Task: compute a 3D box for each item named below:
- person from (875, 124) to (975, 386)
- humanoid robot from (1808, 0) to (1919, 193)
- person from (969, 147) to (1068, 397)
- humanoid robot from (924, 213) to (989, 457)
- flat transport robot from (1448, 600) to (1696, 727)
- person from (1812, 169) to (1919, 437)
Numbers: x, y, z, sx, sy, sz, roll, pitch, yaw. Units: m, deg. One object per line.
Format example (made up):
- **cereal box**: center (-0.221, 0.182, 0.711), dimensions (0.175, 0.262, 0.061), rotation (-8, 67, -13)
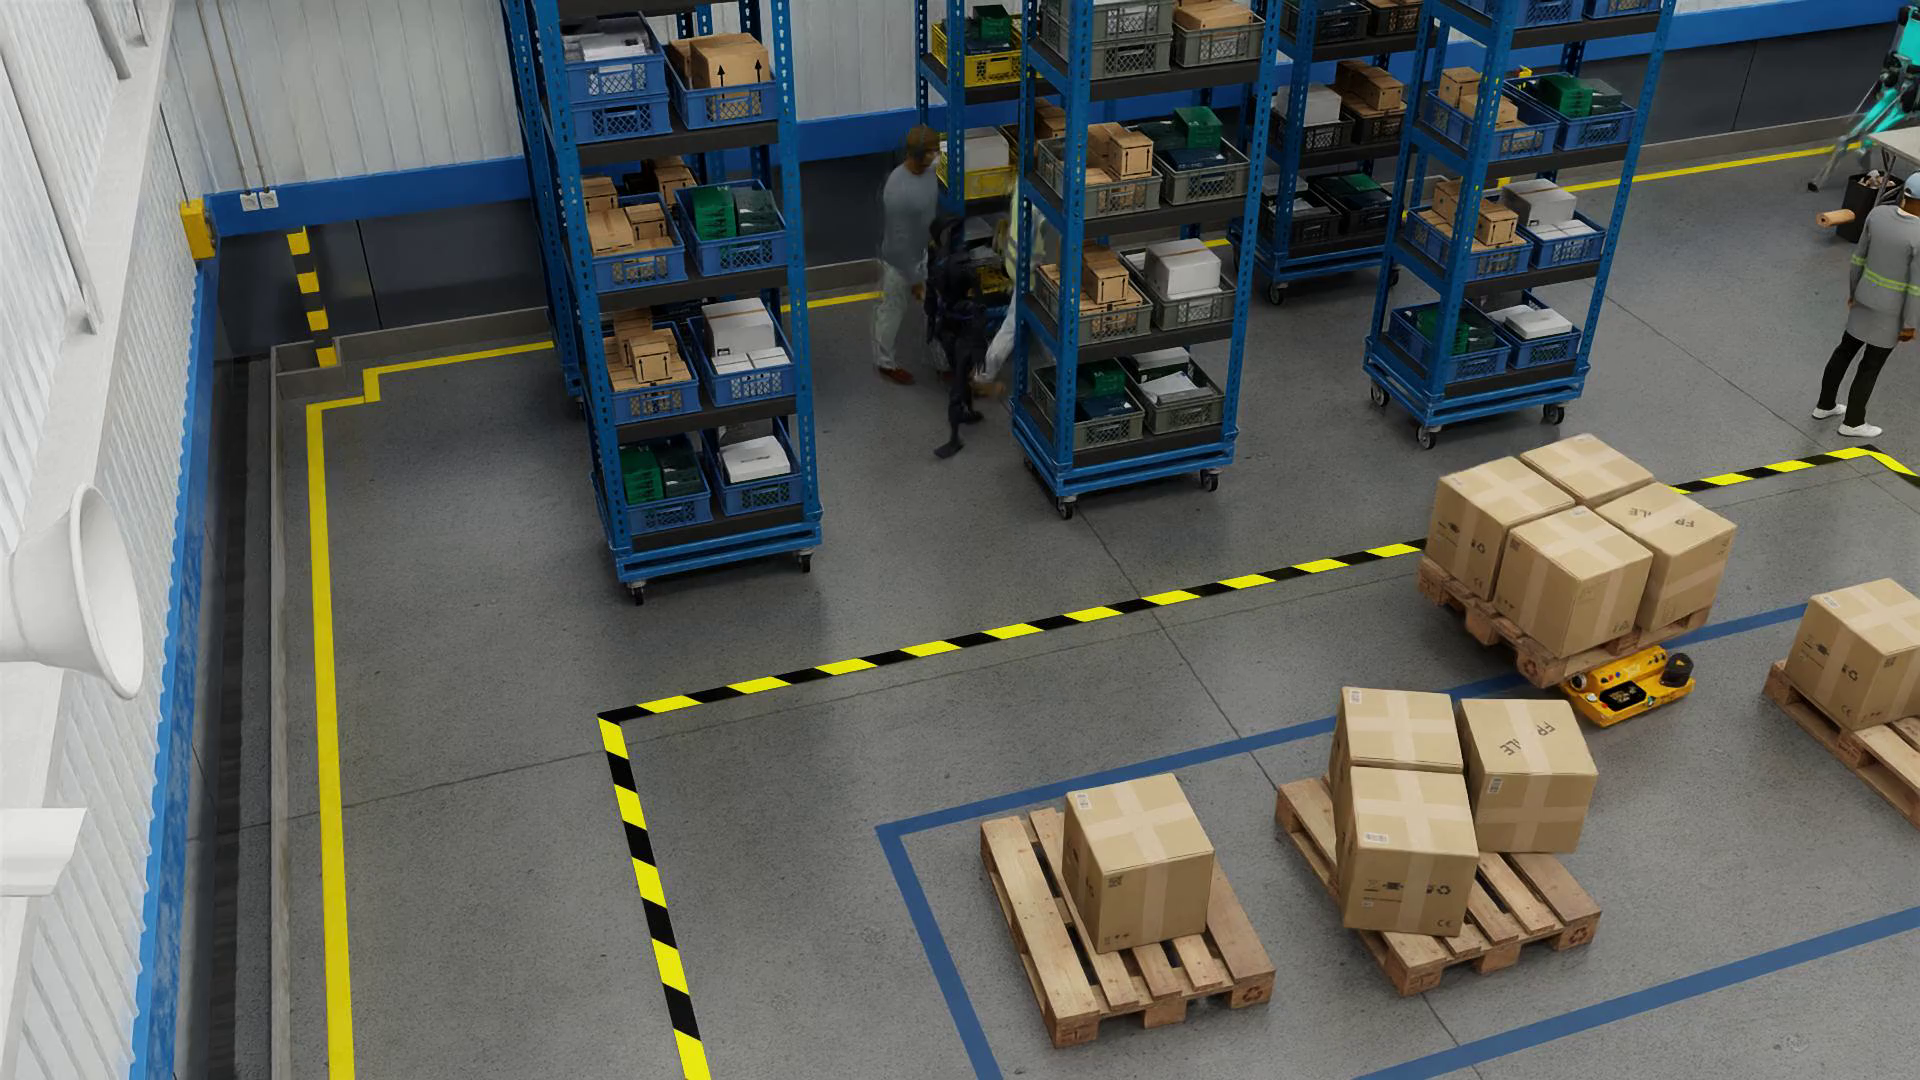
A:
- **person**: center (-0.223, -1.869, 11.282), dimensions (0.876, 1.902, 0.659), rotation (17, 39, 23)
- **humanoid robot**: center (7.740, -3.718, 14.123), dimensions (0.812, 1.860, 0.554), rotation (-8, 36, -12)
- **person**: center (0.477, -1.814, 11.319), dimensions (0.991, 1.782, 0.645), rotation (-9, 36, -13)
- **humanoid robot**: center (-0.016, -1.359, 10.773), dimensions (0.610, 1.631, 0.608), rotation (-26, 43, -31)
- **flat transport robot**: center (3.364, 0.468, 9.368), dimensions (0.652, 0.197, 1.431), rotation (-16, 38, -22)
- **person**: center (6.037, -1.543, 10.870), dimensions (0.366, 1.852, 0.589), rotation (-11, 37, -15)
